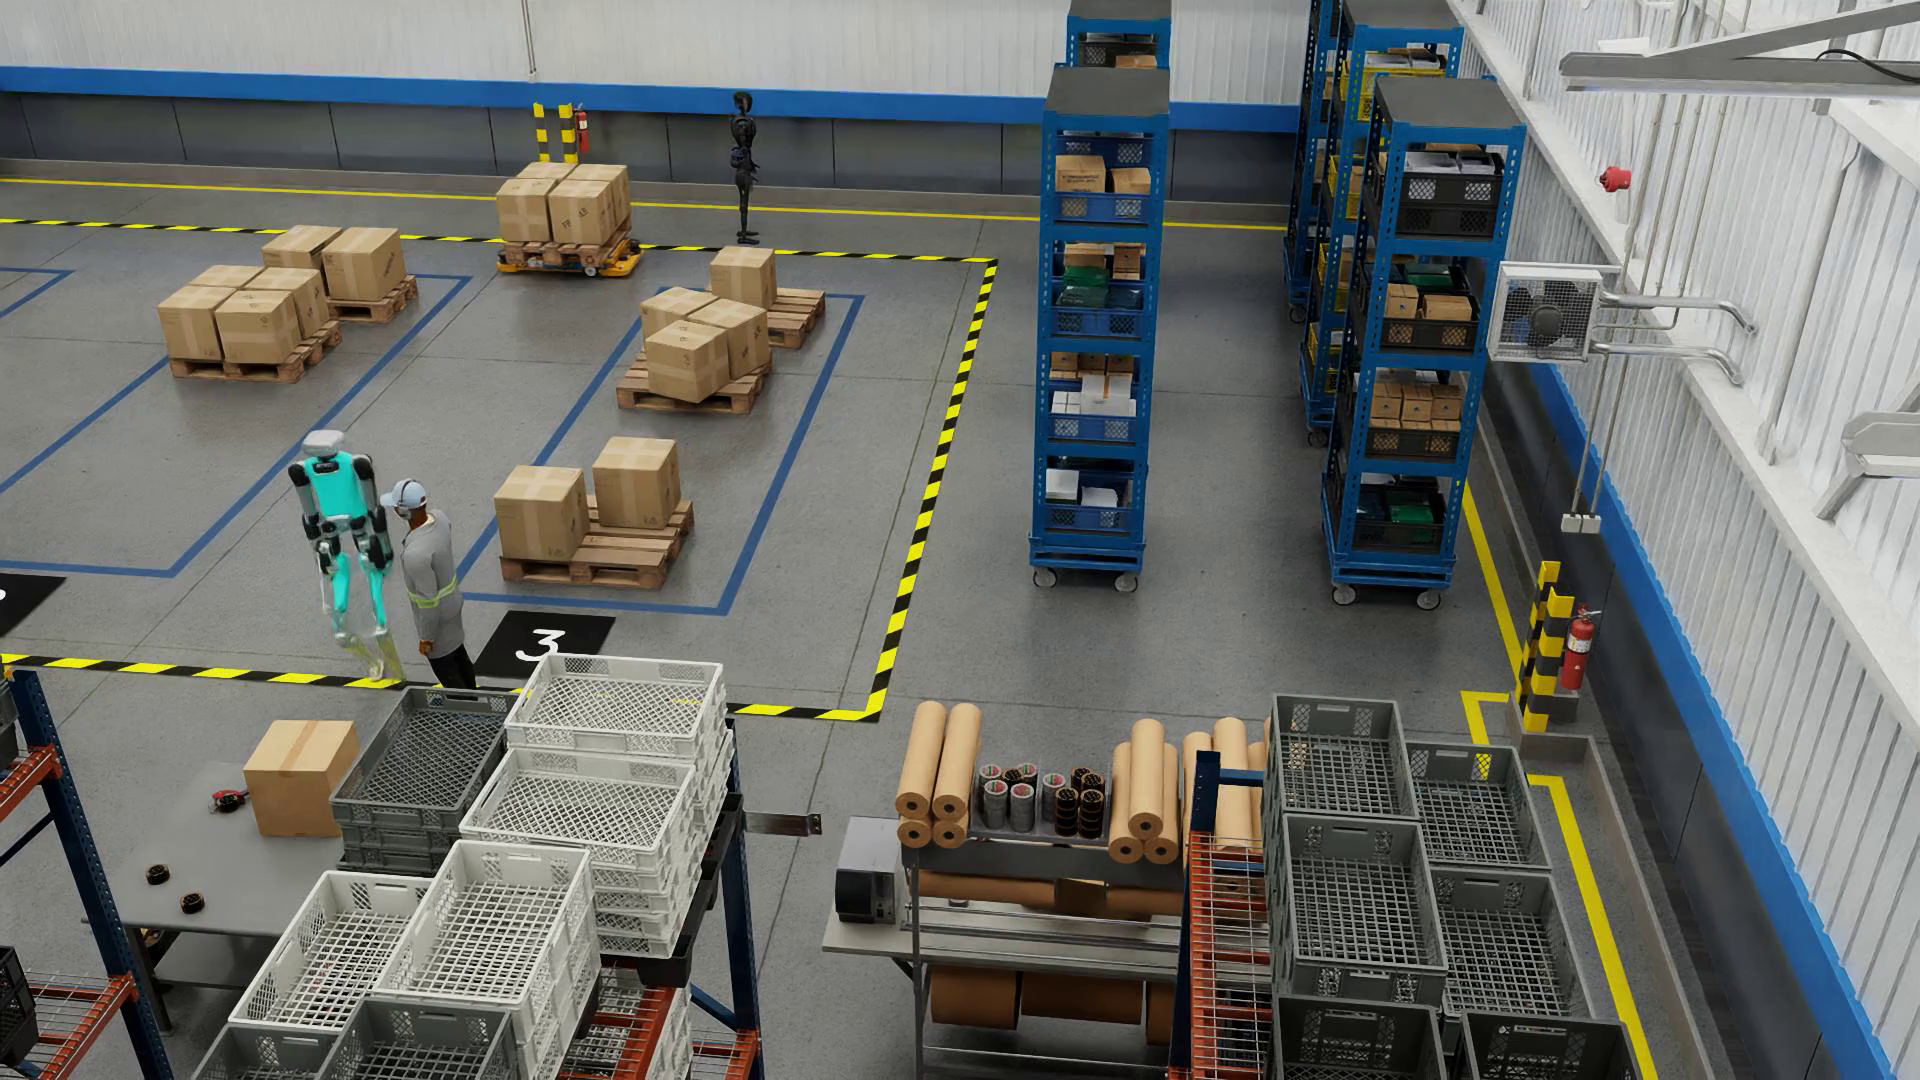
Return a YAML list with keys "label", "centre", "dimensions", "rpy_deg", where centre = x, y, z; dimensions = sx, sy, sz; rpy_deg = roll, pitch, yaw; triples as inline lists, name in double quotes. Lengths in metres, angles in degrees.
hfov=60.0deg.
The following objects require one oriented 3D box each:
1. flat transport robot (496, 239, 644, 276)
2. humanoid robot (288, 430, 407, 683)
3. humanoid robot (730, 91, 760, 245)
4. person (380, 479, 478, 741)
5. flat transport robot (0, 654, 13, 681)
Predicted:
- label: "flat transport robot"
  centre: [-4.203, -3.079, 17.935]
  dimensions: [1.431, 0.197, 0.652]
  rpy_deg: [3, 30, 6]
- label: "humanoid robot"
  centre: [-4.025, 0.225, 10.890]
  dimensions: [0.577, 1.824, 0.745]
  rpy_deg: [-2, 30, -4]
- label: "humanoid robot"
  centre: [-2.366, -4.123, 18.342]
  dimensions: [0.315, 1.655, 0.599]
  rpy_deg: [-2, 30, -3]
- label: "person"
  centre: [-3.284, 0.444, 10.337]
  dimensions: [0.384, 1.850, 0.597]
  rpy_deg: [-1, 30, -2]
- label: "flat transport robot"
  centre: [-7.142, 0.969, 11.010]
  dimensions: [1.431, 0.231, 0.659]
  rpy_deg: [3, 30, 6]
